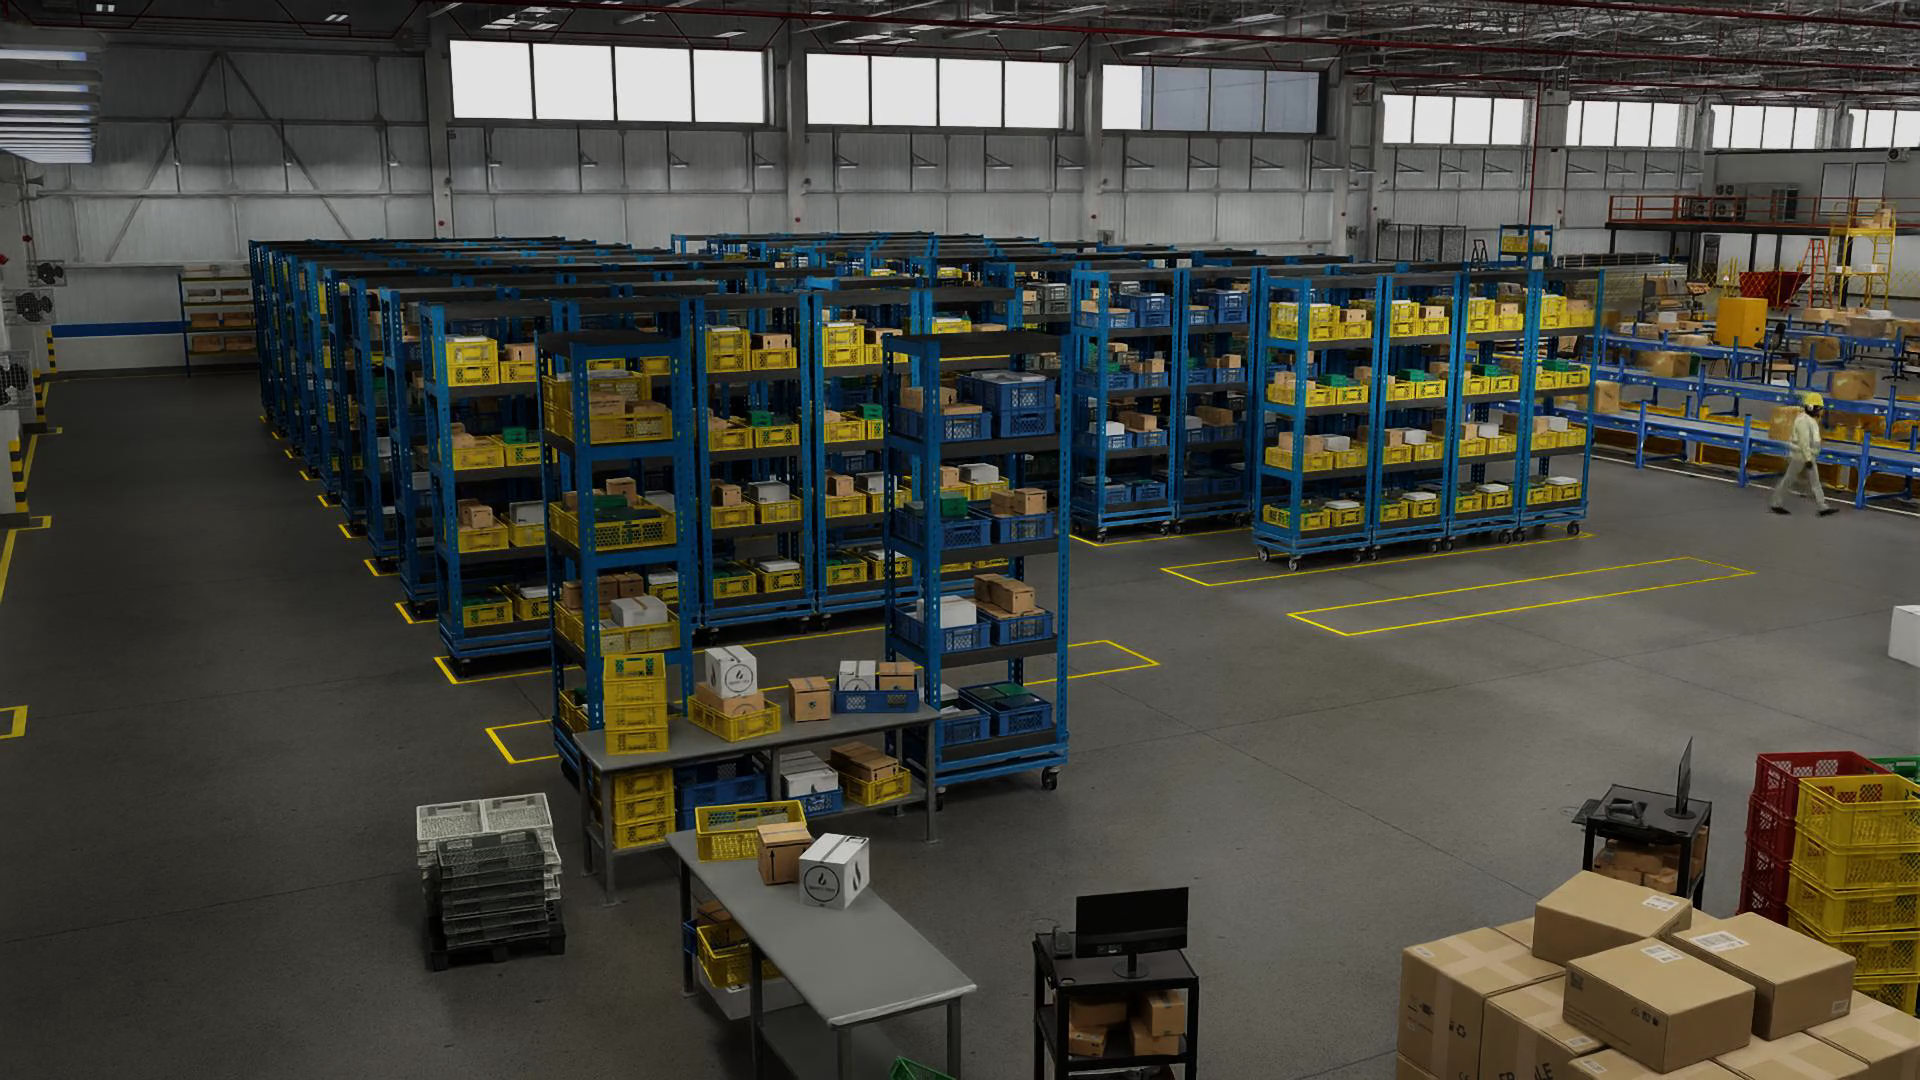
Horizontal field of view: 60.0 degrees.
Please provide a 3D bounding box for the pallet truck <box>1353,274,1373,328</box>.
[{"bbox_3d":[13.011,-8.050,55.243,0.823,1.965,1.885,-7,14,-28],"label":"pallet truck"}]

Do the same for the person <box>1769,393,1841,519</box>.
[{"bbox_3d":[12.060,-1.189,23.658,0.922,1.784,0.604,11,16,42],"label":"person"}]

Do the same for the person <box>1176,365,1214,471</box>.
[{"bbox_3d":[3.979,-2.087,27.375,1.070,1.979,0.636,-7,14,-29],"label":"person"}]
